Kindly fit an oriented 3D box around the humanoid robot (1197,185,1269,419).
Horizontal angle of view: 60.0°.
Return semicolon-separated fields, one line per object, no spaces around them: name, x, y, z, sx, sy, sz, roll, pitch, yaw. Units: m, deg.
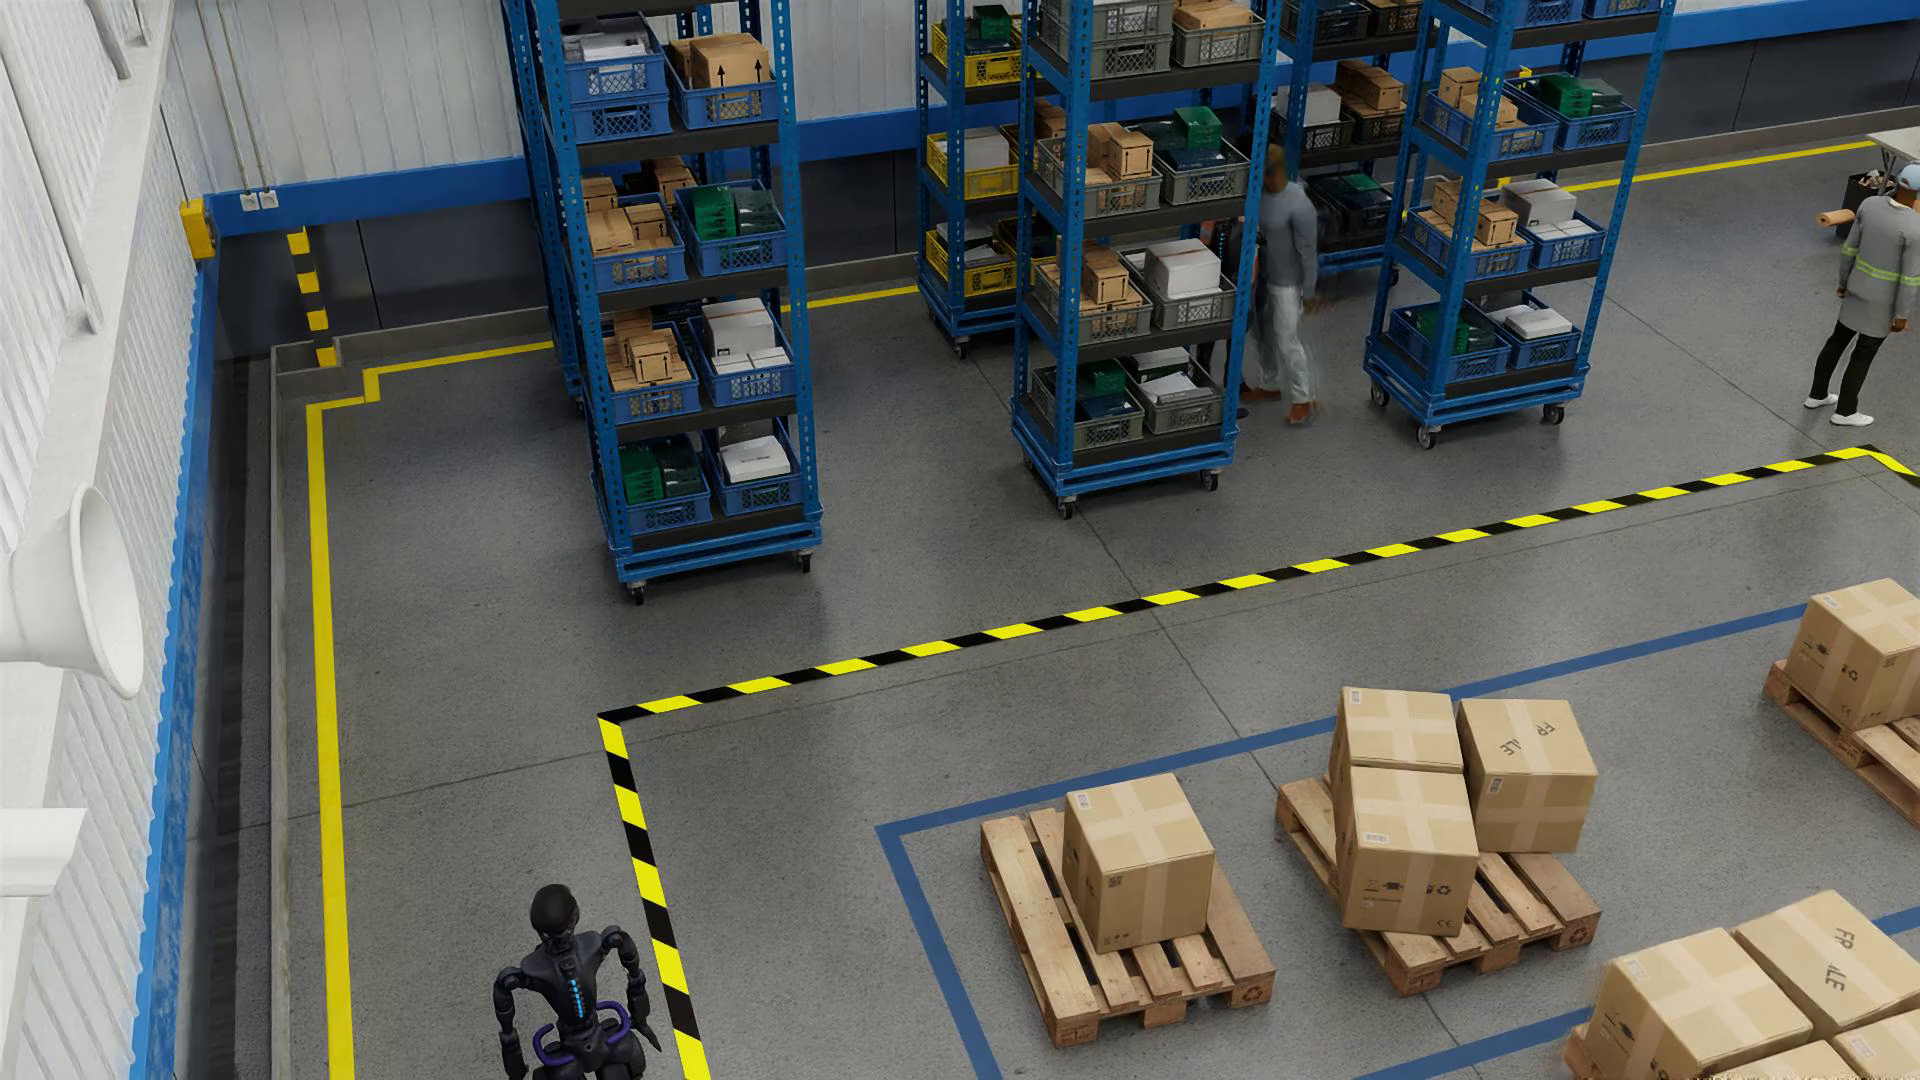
humanoid robot;1.767;-1.587;11.071;0.599;1.657;0.315;26;43;32

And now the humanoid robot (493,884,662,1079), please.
humanoid robot;-1.397;1.898;6.132;0.599;1.653;0.315;-18;39;-24

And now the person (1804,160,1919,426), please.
person;6.059;-1.626;10.987;0.383;1.851;0.596;-11;37;-15

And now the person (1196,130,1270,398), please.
person;1.846;-1.799;11.134;0.611;1.963;0.362;-17;39;-22

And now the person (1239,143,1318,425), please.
person;2.099;-1.720;11.086;0.403;1.893;0.730;-21;40;-27
